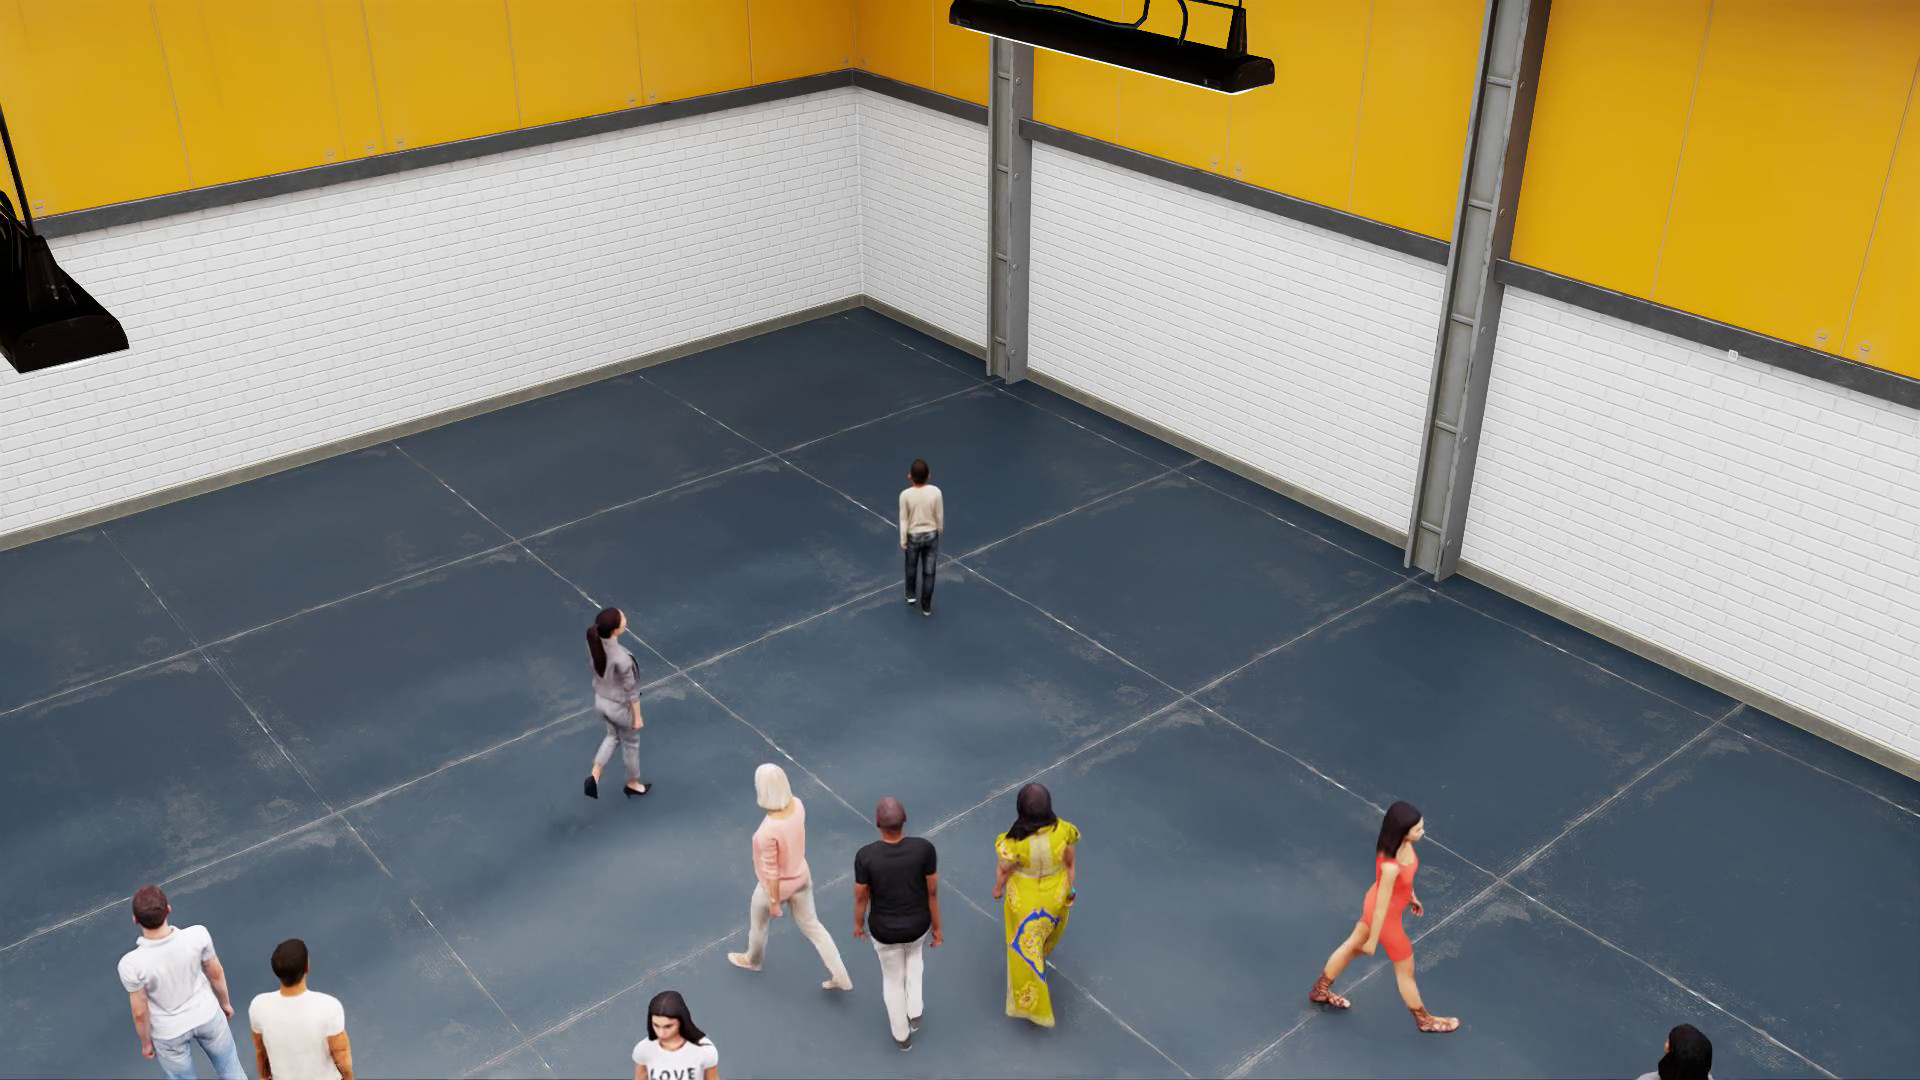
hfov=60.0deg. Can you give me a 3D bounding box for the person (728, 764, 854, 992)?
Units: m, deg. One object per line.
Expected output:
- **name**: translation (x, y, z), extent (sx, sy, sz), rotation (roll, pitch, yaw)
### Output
- **person**: translation (-1.012, 2.157, 10.354), extent (1.227, 1.681, 0.916), rotation (14, 32, 25)

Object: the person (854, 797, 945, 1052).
- **person**: translation (-0.347, 2.359, 9.872), extent (0.802, 1.789, 0.822), rotation (-5, 29, -9)

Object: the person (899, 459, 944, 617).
- **person**: translation (-0.325, 0.011, 14.530), extent (0.719, 1.449, 0.793), rotation (-2, 29, -4)

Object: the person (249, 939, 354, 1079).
- **person**: translation (-3.485, 2.936, 8.819), extent (0.940, 1.784, 1.034), rotation (-4, 29, -8)

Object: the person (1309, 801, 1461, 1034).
- **person**: translation (2.494, 2.288, 10.134), extent (1.196, 1.662, 1.047), rotation (6, 29, 11)

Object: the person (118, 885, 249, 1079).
- **person**: translation (-4.285, 2.678, 9.221), extent (0.653, 1.851, 0.541), rotation (-24, 37, -36)

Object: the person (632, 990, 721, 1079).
- **person**: translation (-1.449, 3.002, 8.762), extent (1.092, 1.722, 1.143), rotation (3, 29, 5)

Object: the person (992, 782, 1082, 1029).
- **person**: translation (0.495, 2.268, 10.216), extent (1.036, 1.618, 1.364), rotation (-10, 30, -17)

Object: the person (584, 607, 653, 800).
- **person**: translation (-2.548, 1.249, 12.040), extent (0.779, 1.661, 0.757), rotation (22, 36, 35)

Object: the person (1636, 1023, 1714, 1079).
- **person**: translation (3.539, 3.213, 8.350), extent (0.935, 1.746, 1.147), rotation (-6, 29, -11)
